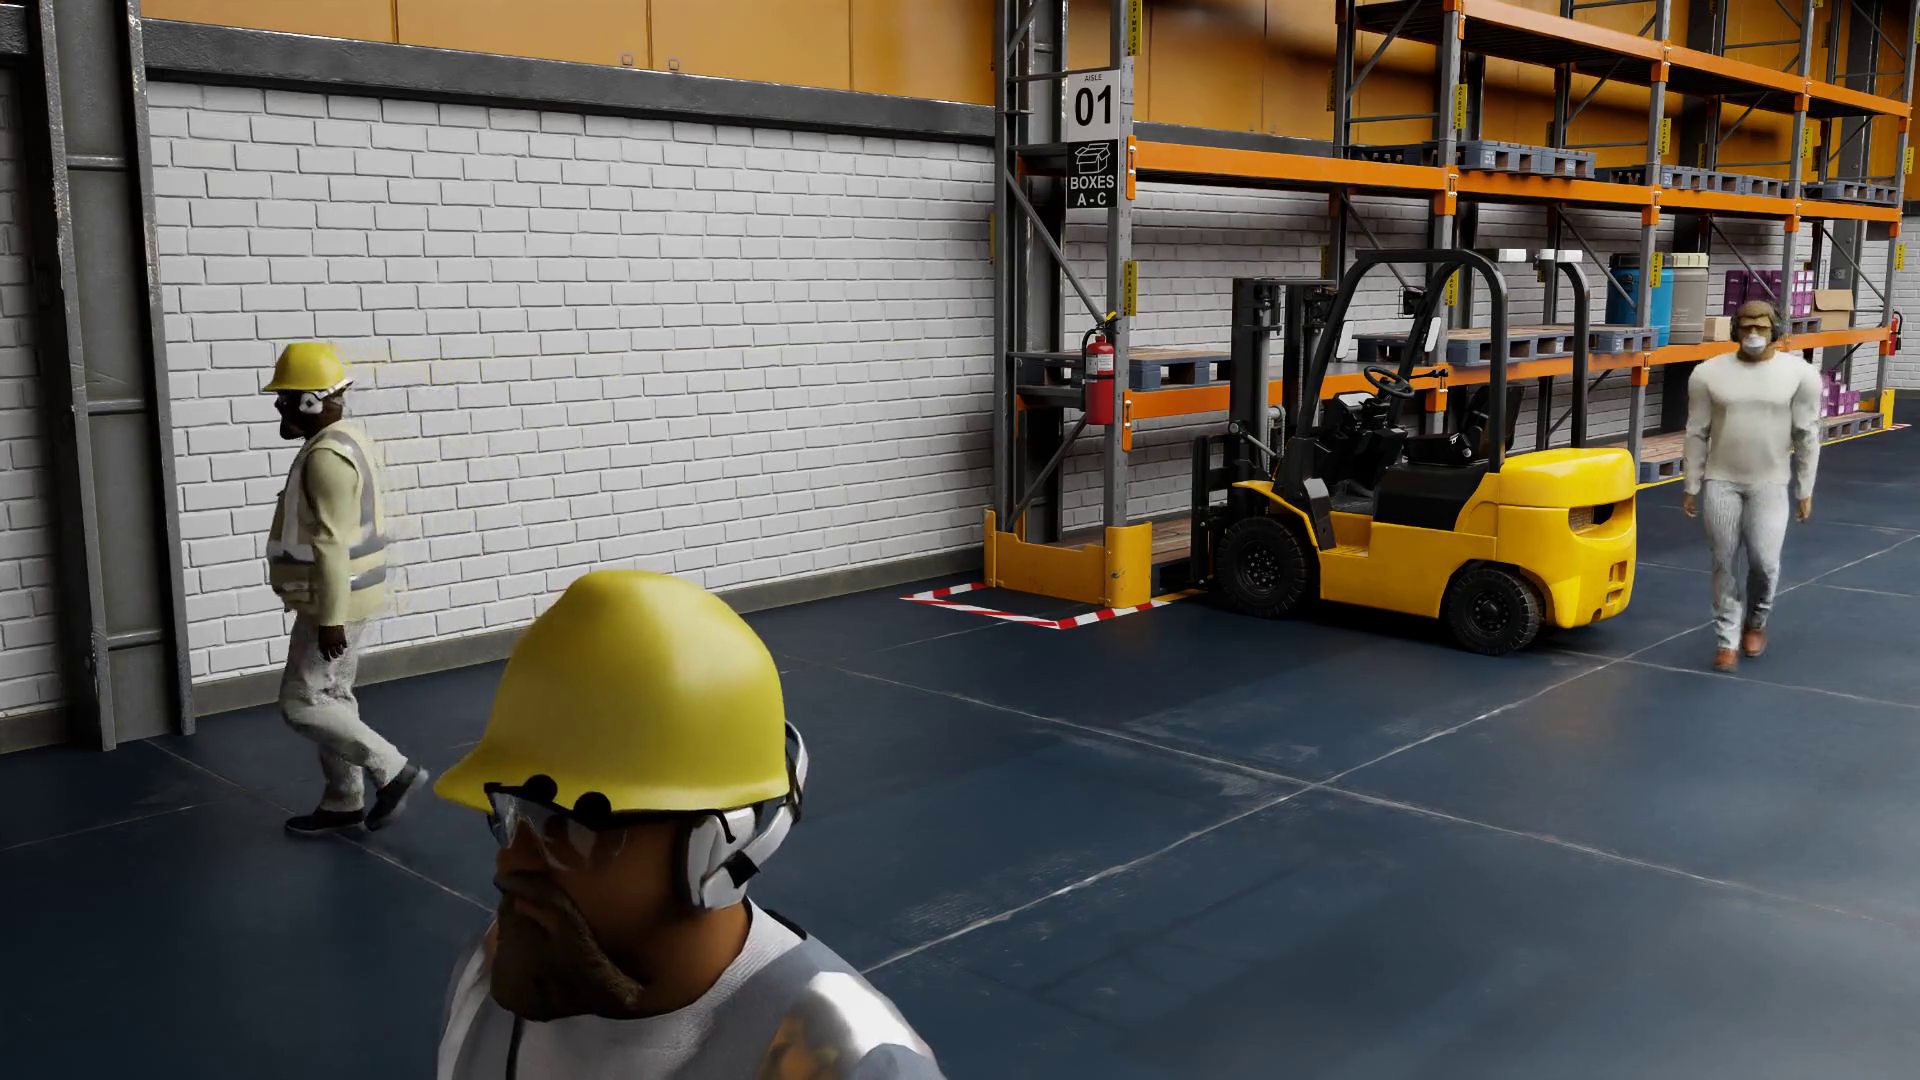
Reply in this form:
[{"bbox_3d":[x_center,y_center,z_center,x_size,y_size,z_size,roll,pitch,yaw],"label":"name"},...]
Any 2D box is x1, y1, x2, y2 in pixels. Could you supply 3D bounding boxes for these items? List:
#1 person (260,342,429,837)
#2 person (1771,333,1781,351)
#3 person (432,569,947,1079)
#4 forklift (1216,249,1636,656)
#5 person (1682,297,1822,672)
[{"bbox_3d":[-2.250,0.199,5.974,0.445,1.813,0.610,-3,10,-17],"label":"person"},{"bbox_3d":[6.118,-0.820,12.769,0.307,1.641,0.514,4,10,25],"label":"person"},{"bbox_3d":[-0.270,0.929,1.444,0.590,1.837,0.404,7,12,37],"label":"person"},{"bbox_3d":[2.710,-0.584,9.626,2.313,2.155,1.214,9,13,43],"label":"forklift"},{"bbox_3d":[4.037,-0.276,8.549,0.636,1.925,0.447,6,11,33],"label":"person"}]
